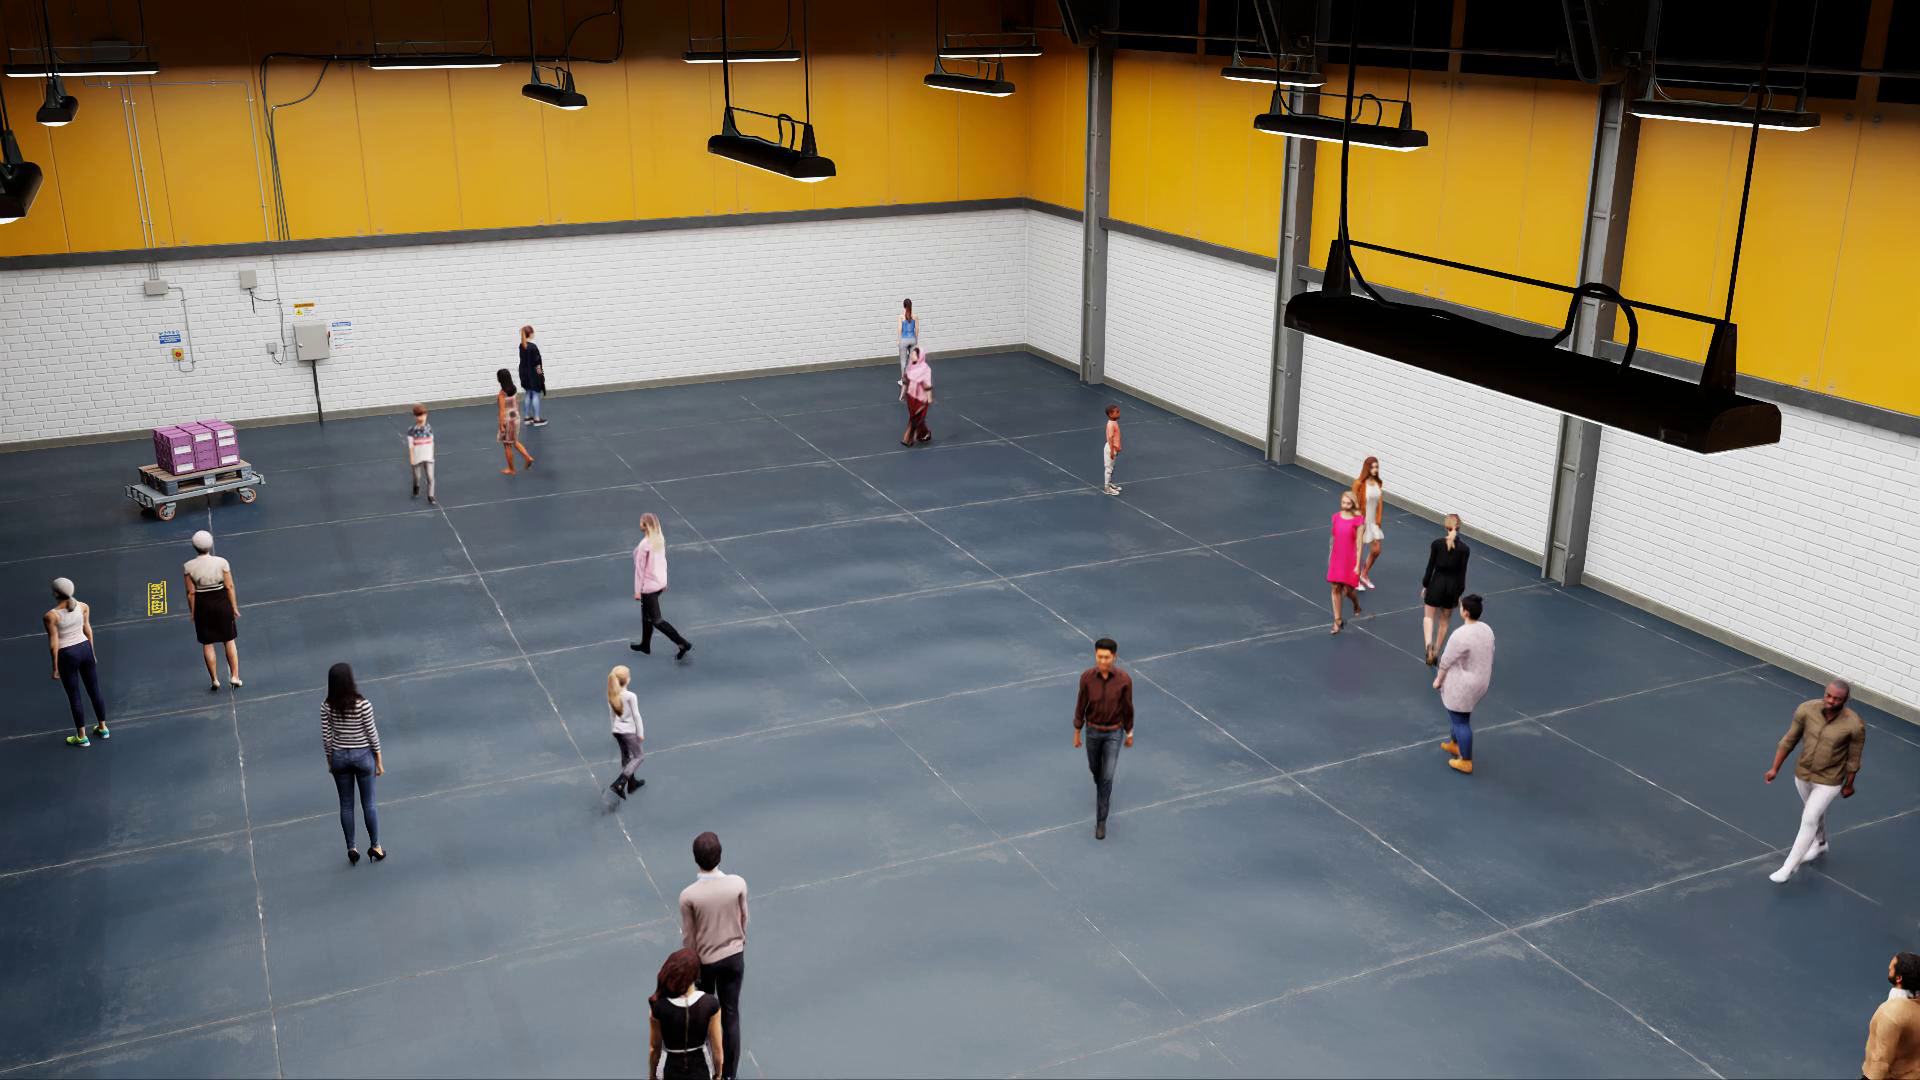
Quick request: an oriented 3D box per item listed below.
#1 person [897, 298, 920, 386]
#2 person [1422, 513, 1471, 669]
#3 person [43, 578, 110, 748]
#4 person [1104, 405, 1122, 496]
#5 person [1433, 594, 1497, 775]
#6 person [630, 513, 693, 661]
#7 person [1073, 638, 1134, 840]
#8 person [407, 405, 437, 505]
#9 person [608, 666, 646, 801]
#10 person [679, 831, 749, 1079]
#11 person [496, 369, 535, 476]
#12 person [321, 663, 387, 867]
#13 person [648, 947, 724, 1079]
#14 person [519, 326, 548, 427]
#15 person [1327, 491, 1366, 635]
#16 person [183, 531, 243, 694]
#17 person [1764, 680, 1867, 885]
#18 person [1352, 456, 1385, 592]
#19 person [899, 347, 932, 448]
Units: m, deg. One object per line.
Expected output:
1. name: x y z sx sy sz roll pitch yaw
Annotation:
1. person: -0.960 -3.652 30.638 0.570 1.610 0.548 -7 20 -20
2. person: 5.167 0.609 17.783 0.930 1.739 1.003 4 19 13
3. person: -8.597 1.170 16.174 0.700 1.702 0.678 11 22 30
4. person: 2.204 -1.331 24.215 0.622 1.311 0.551 4 19 13
5. person: 4.801 1.361 15.578 0.740 1.722 0.797 -13 22 -33
6. person: -3.280 0.533 18.131 1.115 1.661 1.037 7 20 20
7. person: 1.268 1.669 14.625 1.083 1.746 1.227 4 19 12
8. person: -7.694 -1.230 23.733 0.558 1.427 0.790 -11 21 -29
9. person: -3.064 1.760 15.097 0.752 1.272 0.764 11 22 30
10. person: -1.597 2.851 11.105 0.756 1.752 1.230 -5 19 -15
11. person: -6.702 -1.771 25.010 0.932 1.636 0.877 6 19 17
12. person: -5.083 1.878 13.928 0.664 1.794 0.639 -1 19 -2
13. person: -1.609 3.271 9.815 0.680 1.780 0.856 -5 19 -15
14. person: -7.200 -2.756 27.861 0.651 1.684 0.780 13 23 35
15. person: 4.442 0.232 18.948 0.849 1.710 0.832 17 25 41
16. person: -7.792 0.746 17.348 0.649 1.756 0.540 -7 20 -19
17. person: 7.138 1.952 13.746 0.967 1.769 1.207 -12 22 -32
18. person: 4.893 -0.222 20.302 0.626 1.706 0.616 -7 20 -20
19. person: -0.636 -2.288 26.621 1.096 1.589 0.982 15 24 38
